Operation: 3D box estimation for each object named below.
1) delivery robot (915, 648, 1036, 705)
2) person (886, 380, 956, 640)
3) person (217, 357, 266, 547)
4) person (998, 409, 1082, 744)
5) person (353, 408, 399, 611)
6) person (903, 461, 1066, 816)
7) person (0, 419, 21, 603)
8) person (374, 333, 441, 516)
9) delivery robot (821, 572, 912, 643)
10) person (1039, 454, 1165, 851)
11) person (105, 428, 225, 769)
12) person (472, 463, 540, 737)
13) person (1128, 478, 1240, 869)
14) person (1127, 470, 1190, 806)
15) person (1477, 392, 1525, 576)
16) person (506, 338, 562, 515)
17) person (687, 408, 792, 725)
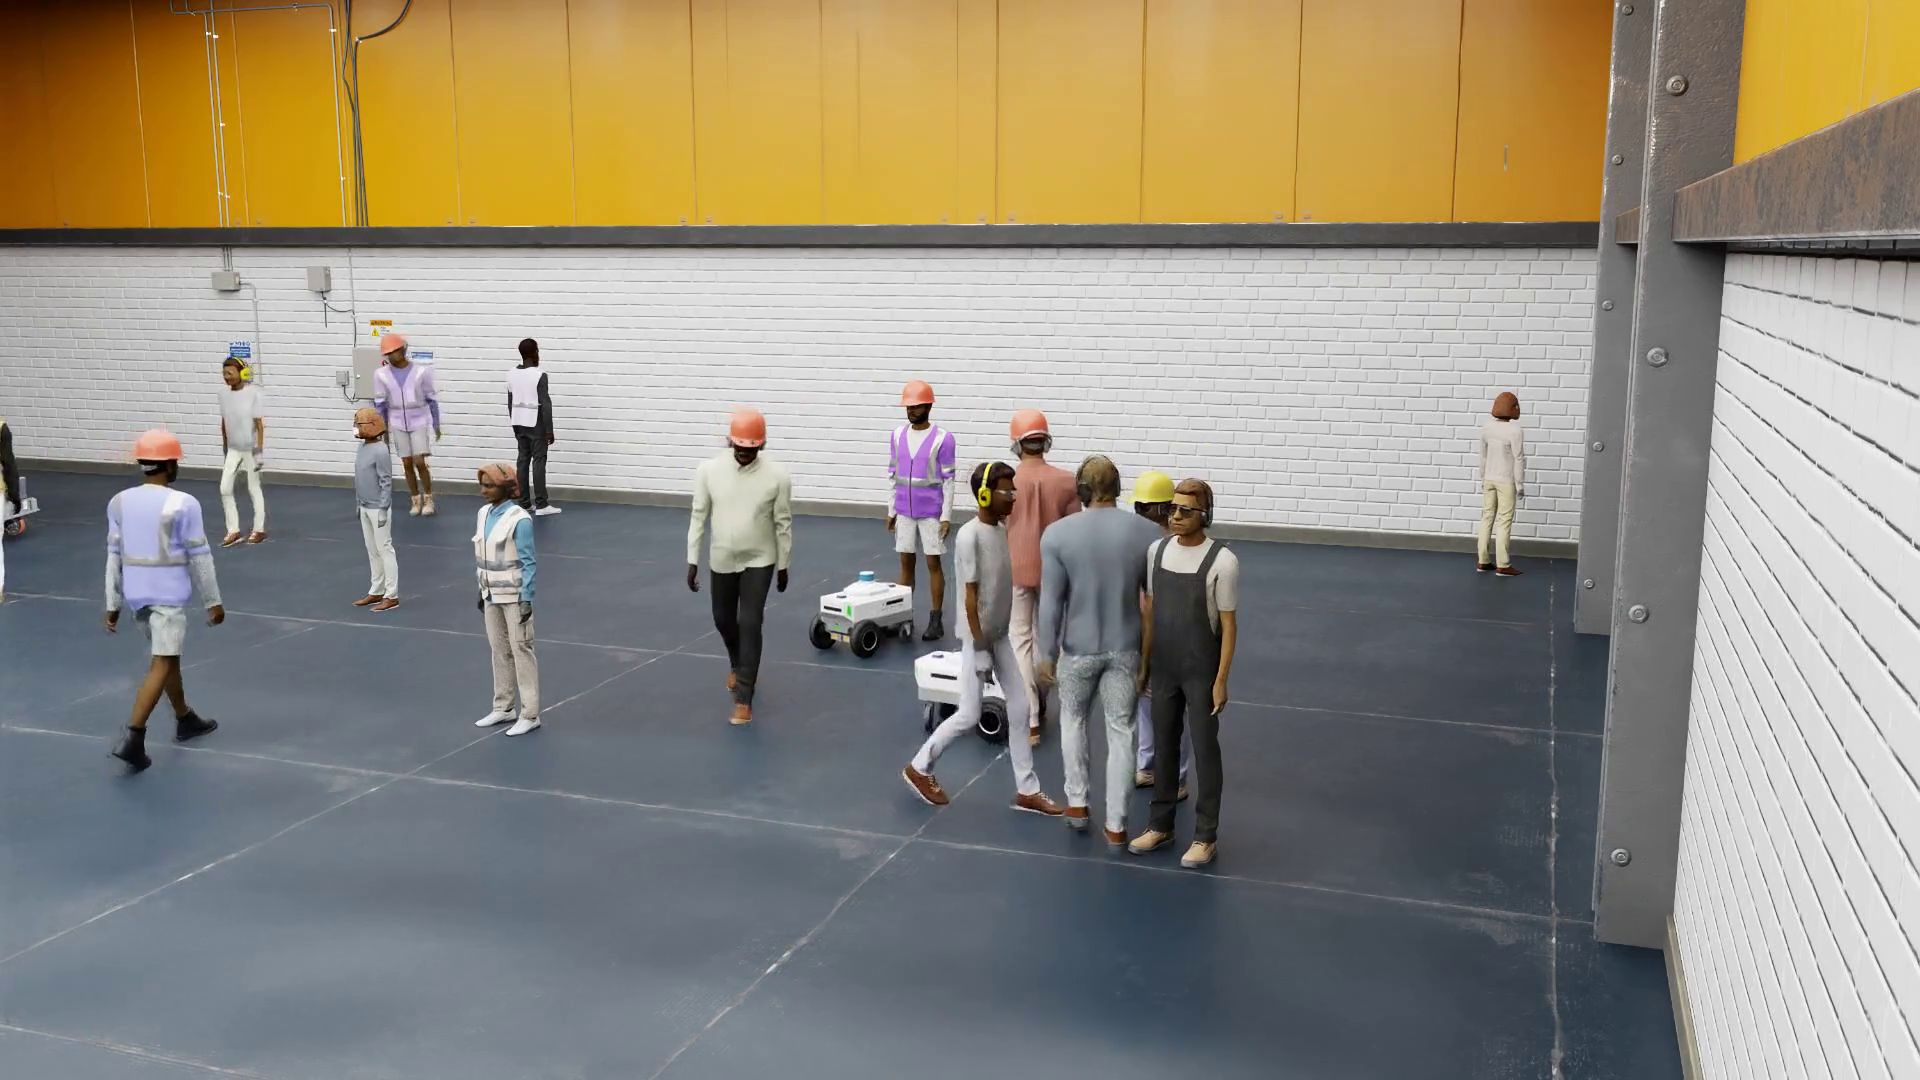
[{"bbox_3d":[0.089,0.833,10.049,0.707,0.478,0.477,6,11,29],"label":"delivery robot"},{"bbox_3d":[-0.304,-0.220,12.345,0.543,1.939,0.362,5,11,25],"label":"person"},{"bbox_3d":[-6.987,-0.843,16.141,0.513,1.845,0.644,1,10,6],"label":"person"},{"bbox_3d":[0.409,0.199,9.939,0.640,1.970,0.762,-2,10,-9],"label":"person"},{"bbox_3d":[-4.717,-0.249,13.368,0.285,1.633,0.498,-9,14,-43],"label":"person"},{"bbox_3d":[0.118,0.506,8.551,0.777,1.856,0.547,6,12,29],"label":"person"},{"bbox_3d":[-8.103,-0.393,13.689,0.660,1.813,0.722,-4,11,-21],"label":"person"},{"bbox_3d":[-5.925,-1.224,17.829,0.623,1.993,0.634,-1,10,-3],"label":"person"},{"bbox_3d":[-0.676,0.473,12.074,0.477,0.478,0.707,8,13,40],"label":"delivery robot"},{"bbox_3d":[0.704,0.531,8.190,0.657,1.905,0.704,0,10,-2],"label":"person"},{"bbox_3d":[-4.596,0.320,9.468,0.563,1.896,0.968,2,10,12],"label":"person"},{"bbox_3d":[-2.724,0.351,9.977,0.525,1.637,0.307,9,13,41],"label":"person"},{"bbox_3d":[1.063,0.621,7.873,0.508,1.847,0.345,8,13,39],"label":"person"},{"bbox_3d":[1.019,0.512,8.710,0.330,1.767,0.528,-6,12,-30],"label":"person"},{"bbox_3d":[4.819,-0.502,14.785,0.273,1.635,0.507,-5,11,-25],"label":"person"},{"bbox_3d":[-4.657,-1.226,18.064,0.592,1.922,0.392,6,12,30],"label":"person"},{"bbox_3d":[-1.355,0.117,10.457,0.653,1.945,0.899,1,10,4],"label":"person"}]
